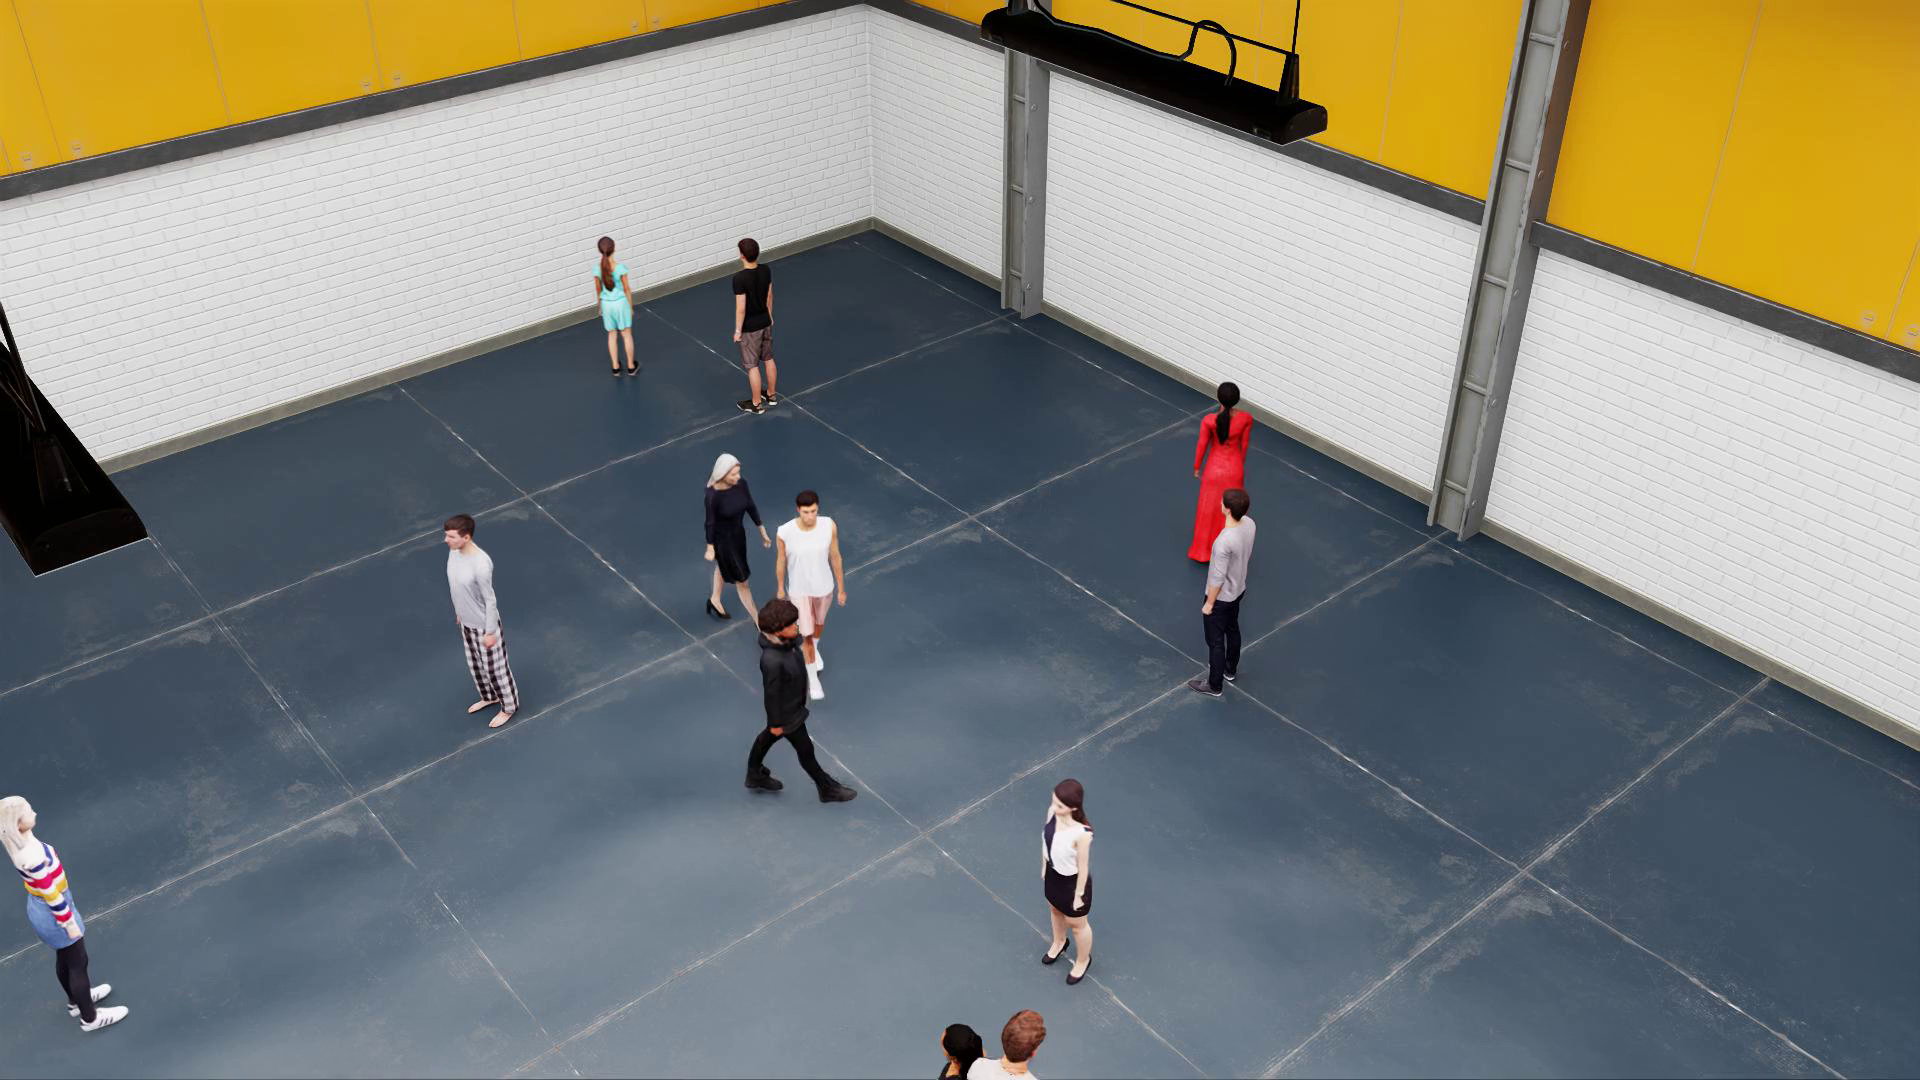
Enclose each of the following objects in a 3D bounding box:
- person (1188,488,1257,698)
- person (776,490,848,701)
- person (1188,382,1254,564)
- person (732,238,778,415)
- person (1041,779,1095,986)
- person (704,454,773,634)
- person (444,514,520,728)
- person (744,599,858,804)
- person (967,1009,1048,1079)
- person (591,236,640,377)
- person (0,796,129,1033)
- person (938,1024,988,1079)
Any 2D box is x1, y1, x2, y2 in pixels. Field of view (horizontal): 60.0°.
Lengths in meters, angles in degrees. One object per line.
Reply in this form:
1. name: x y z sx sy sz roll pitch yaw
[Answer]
1. person: 2.075 0.391 12.947 0.634 1.844 0.711 21 39 29
2. person: -1.191 0.315 13.141 0.912 1.756 1.115 -10 35 -14
3. person: 2.290 -0.567 14.441 0.733 1.786 0.763 -4 34 -5
4. person: -2.074 -2.170 16.784 0.640 1.861 0.731 24 40 31
5. person: 0.683 2.143 10.490 0.601 1.646 0.462 -24 40 -31
6. person: -1.953 0.011 13.637 1.119 1.713 0.843 17 37 24
7. person: -3.656 0.590 12.645 0.506 1.847 0.706 27 42 35
8. person: -1.327 1.168 11.874 1.141 1.738 1.079 3 34 5
9. person: 0.229 3.266 8.602 1.029 1.866 0.920 14 36 20
10. person: -3.623 -2.459 17.493 0.664 1.559 0.723 2 34 3
11. person: -5.547 2.267 10.157 0.725 1.808 0.456 -28 43 -35
12. person: 0.087 3.175 8.931 0.724 1.653 0.710 12 35 17
